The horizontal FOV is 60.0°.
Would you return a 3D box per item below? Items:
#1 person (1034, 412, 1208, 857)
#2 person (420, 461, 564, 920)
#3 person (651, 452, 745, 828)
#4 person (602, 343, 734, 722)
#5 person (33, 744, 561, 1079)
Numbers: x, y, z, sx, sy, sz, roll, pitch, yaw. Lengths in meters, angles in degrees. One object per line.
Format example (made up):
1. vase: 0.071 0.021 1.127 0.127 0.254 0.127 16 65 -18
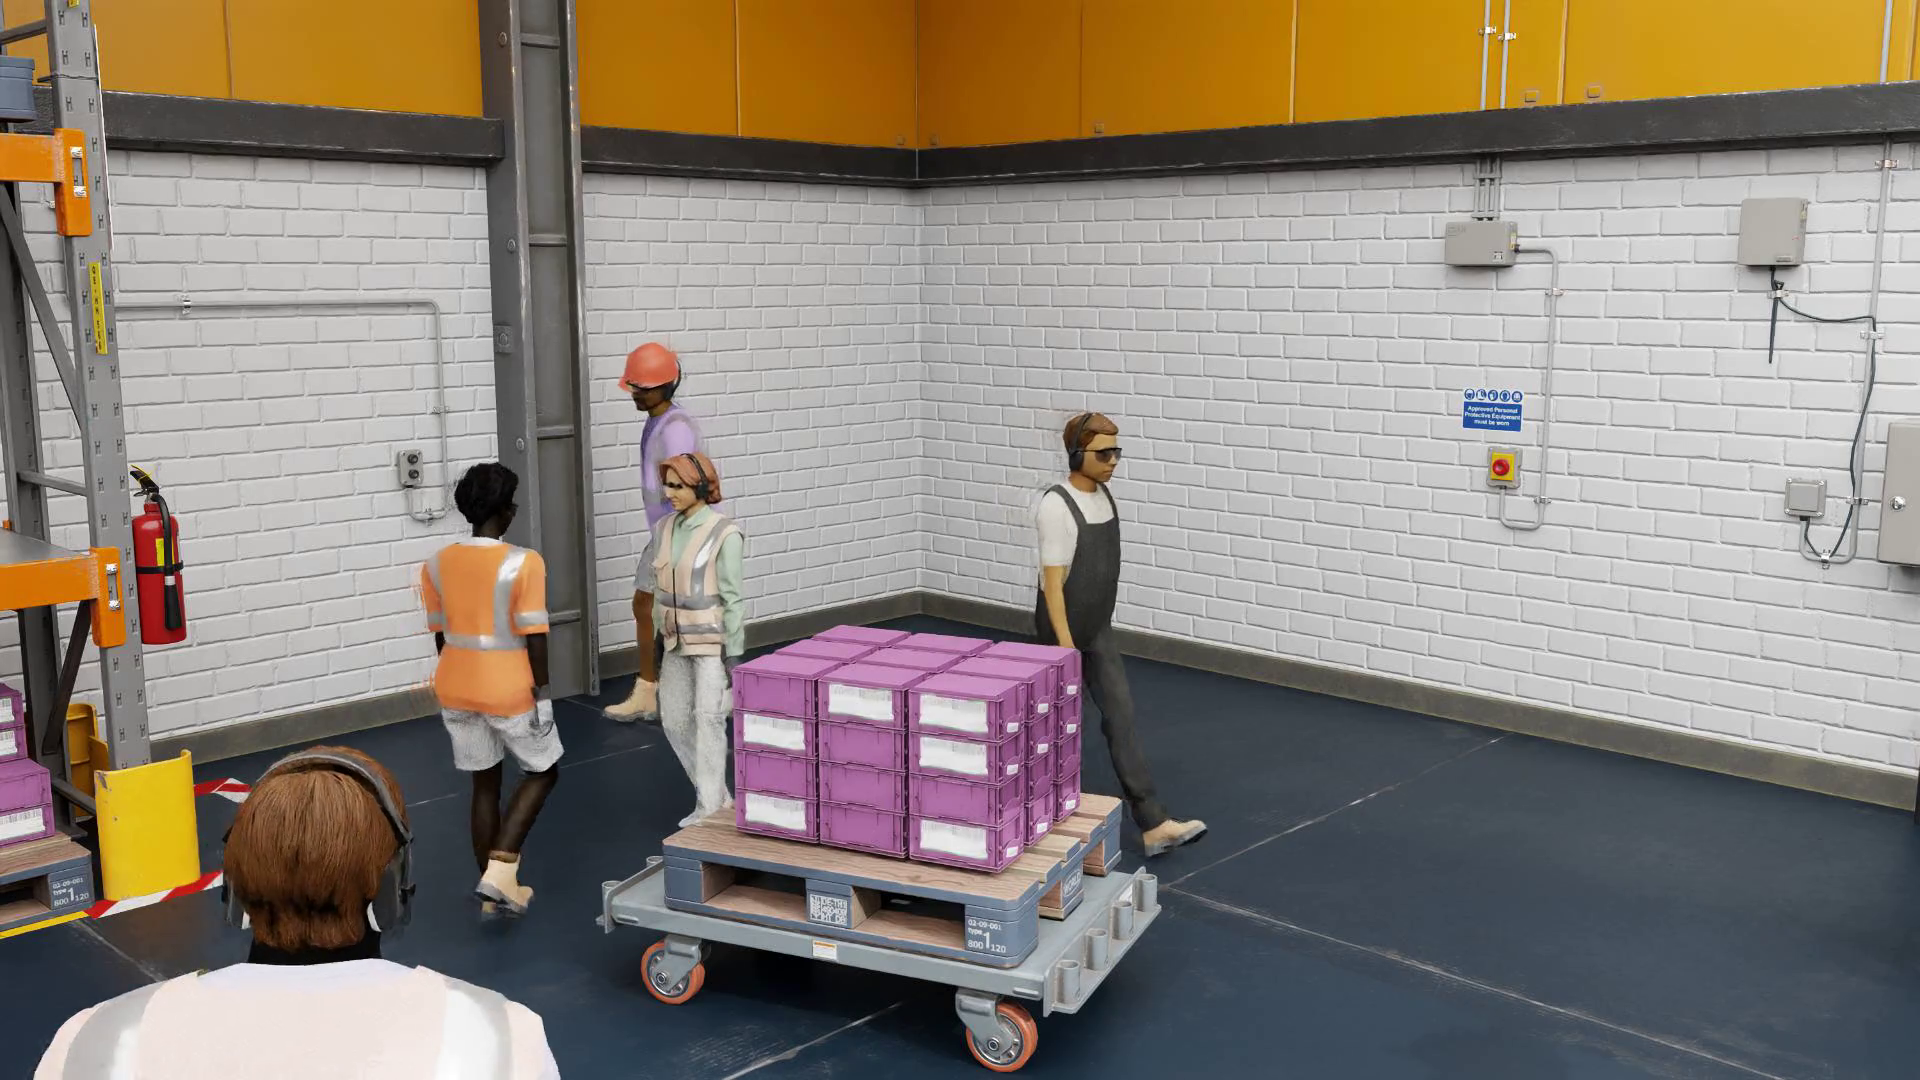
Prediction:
1. person: 0.531 0.391 6.662 0.966 1.790 0.535 8 12 40
2. person: -1.685 0.561 5.979 0.555 1.672 0.413 4 10 21
3. person: -1.068 0.445 6.847 0.524 1.627 0.393 8 12 40
4. person: -1.504 -0.004 8.470 0.799 1.992 0.642 -4 10 -25
5. person: -0.814 1.137 2.151 0.622 1.780 1.004 -2 10 -14
